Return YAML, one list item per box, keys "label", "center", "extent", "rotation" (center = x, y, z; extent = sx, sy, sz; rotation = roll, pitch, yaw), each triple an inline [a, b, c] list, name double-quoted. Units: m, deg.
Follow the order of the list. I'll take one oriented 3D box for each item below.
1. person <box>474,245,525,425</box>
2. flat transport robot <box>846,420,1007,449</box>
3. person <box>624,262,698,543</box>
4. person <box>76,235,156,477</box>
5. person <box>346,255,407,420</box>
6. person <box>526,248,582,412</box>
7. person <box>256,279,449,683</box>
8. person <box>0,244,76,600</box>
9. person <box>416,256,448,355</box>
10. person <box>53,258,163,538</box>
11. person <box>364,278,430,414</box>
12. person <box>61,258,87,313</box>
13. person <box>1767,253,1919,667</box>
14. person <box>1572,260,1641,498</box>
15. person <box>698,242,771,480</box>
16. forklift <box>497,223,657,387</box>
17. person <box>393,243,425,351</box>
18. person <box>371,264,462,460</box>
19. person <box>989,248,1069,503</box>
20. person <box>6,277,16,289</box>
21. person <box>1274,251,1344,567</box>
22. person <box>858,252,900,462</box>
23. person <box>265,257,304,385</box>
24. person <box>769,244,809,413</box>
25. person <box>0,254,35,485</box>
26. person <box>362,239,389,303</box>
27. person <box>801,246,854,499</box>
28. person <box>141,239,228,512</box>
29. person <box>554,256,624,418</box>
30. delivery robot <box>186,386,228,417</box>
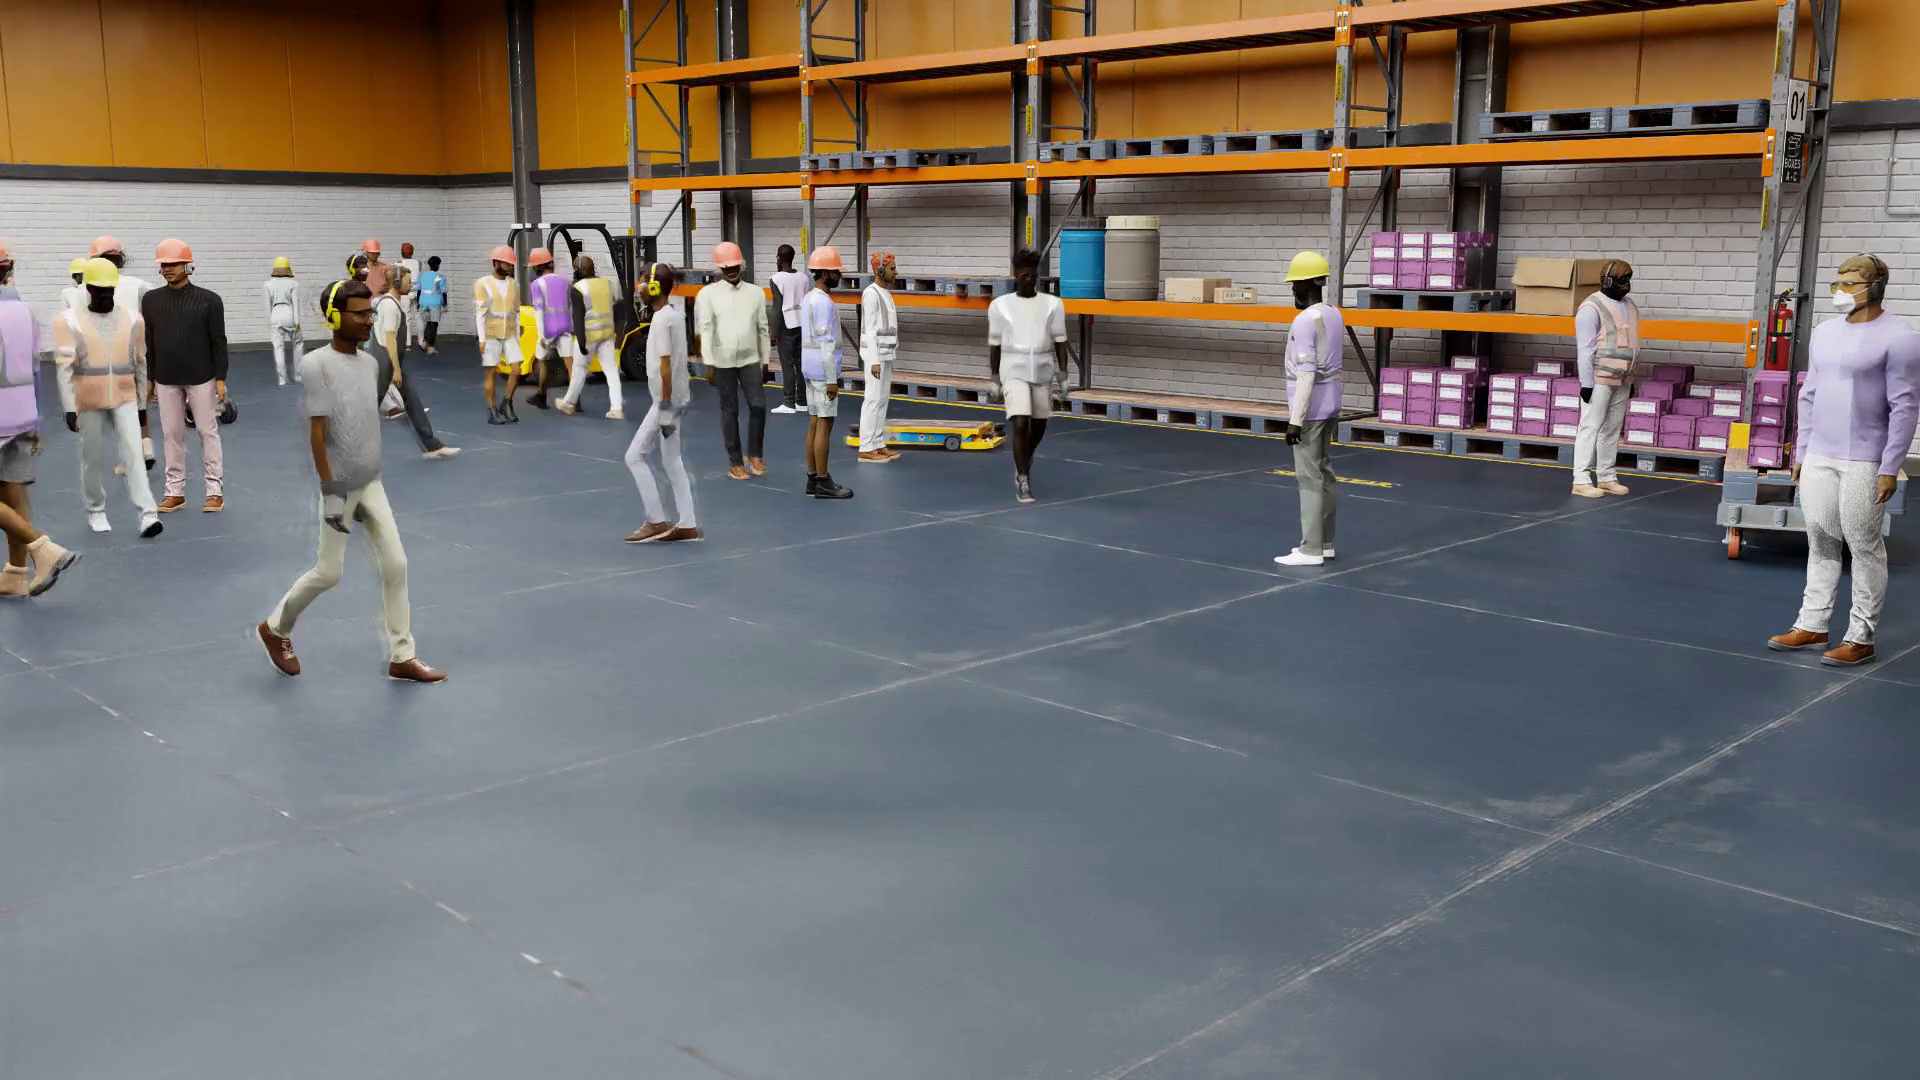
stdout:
- label: "person"
  center: [-4.929, -2.183, 17.800]
  extent: [0.579, 1.909, 0.455]
  rotation: [-9, 14, -40]
- label: "flat transport robot"
  center: [-0.311, -1.021, 15.943]
  extent: [1.431, 0.197, 0.652]
  rotation: [2, 11, 13]
- label: "person"
  center: [-2.016, -0.883, 10.896]
  extent: [0.626, 1.843, 0.550]
  rotation: [0, 10, 1]
- label: "person"
  center: [-7.062, -1.533, 13.958]
  extent: [0.458, 2.019, 0.644]
  rotation: [8, 13, 37]
- label: "person"
  center: [-6.484, -2.168, 18.000]
  extent: [0.955, 1.809, 0.560]
  rotation: [-2, 11, -9]
- label: "person"
  center: [-4.668, -2.416, 19.172]
  extent: [0.656, 1.872, 0.995]
  rotation: [-9, 14, -42]
- label: "person"
  center: [-2.808, -0.256, 7.506]
  extent: [0.876, 1.838, 0.517]
  rotation: [4, 11, 21]
- label: "person"
  center: [-5.213, -0.645, 9.085]
  extent: [0.554, 2.033, 0.624]
  rotation: [1, 10, 3]
- label: "person"
  center: [-8.960, -3.984, 28.271]
  extent: [0.559, 1.664, 0.420]
  rotation: [3, 11, 14]
- label: "person"
  center: [-5.705, -0.939, 11.128]
  extent: [0.609, 1.868, 1.009]
  rotation: [-9, 14, -42]
- label: "person"
  center: [-6.202, -2.060, 18.009]
  extent: [0.894, 1.575, 0.572]
  rotation: [1, 10, 3]
- label: "person"
  center: [-9.741, -2.252, 18.575]
  extent: [0.533, 1.767, 0.324]
  rotation: [-2, 11, -12]
- label: "person"
  center: [4.203, -0.376, 7.873]
  extent: [0.372, 1.940, 0.629]
  rotation: [-4, 11, -18]
- label: "person"
  center: [5.030, -1.244, 12.912]
  extent: [0.618, 1.836, 0.430]
  rotation: [-7, 13, -34]
- label: "person"
  center: [-1.850, -1.470, 13.754]
  extent: [0.623, 1.965, 0.438]
  rotation: [-5, 11, -23]
- label: "forklift"
  center: [-5.316, -3.263, 22.920]
  extent: [2.313, 2.155, 1.214]
  rotation: [-10, 14, -44]
- label: "person"
  center: [-9.667, -4.269, 29.253]
  extent: [0.584, 1.882, 0.348]
  rotation: [-8, 13, -38]
- label: "person"
  center: [-5.084, -1.554, 14.786]
  extent: [1.088, 1.776, 0.531]
  rotation: [-3, 11, -14]
- label: "person"
  center: [0.520, -1.298, 12.933]
  extent: [0.611, 1.937, 0.895]
  rotation: [-2, 11, -9]
- label: "person"
  center: [-11.688, -2.595, 20.101]
  extent: [0.630, 1.890, 0.665]
  rotation: [6, 12, 28]
- label: "person"
  center: [2.137, -0.798, 10.210]
  extent: [0.384, 1.922, 0.594]
  rotation: [6, 12, 31]
- label: "person"
  center: [-0.720, -1.632, 14.908]
  extent: [0.340, 1.876, 0.575]
  rotation: [3, 11, 14]
- label: "person"
  center: [-9.202, -2.990, 22.704]
  extent: [0.490, 1.723, 0.598]
  rotation: [0, 10, -2]
- label: "person"
  center: [-1.942, -2.404, 18.989]
  extent: [0.399, 1.920, 0.590]
  rotation: [7, 13, 34]
- label: "person"
  center: [-7.855, -1.398, 13.547]
  extent: [0.842, 1.910, 0.563]
  rotation: [6, 12, 30]
- label: "person"
  center: [-8.573, -3.411, 24.350]
  extent: [0.623, 1.956, 0.830]
  rotation: [-7, 12, -33]
- label: "person"
  center: [-1.036, -1.286, 12.837]
  extent: [0.359, 1.938, 0.547]
  rotation: [-3, 11, -18]
- label: "person"
  center: [-5.668, -1.191, 12.161]
  extent: [0.609, 1.995, 0.378]
  rotation: [0, 10, -2]
- label: "person"
  center: [-4.127, -2.254, 18.515]
  extent: [0.987, 1.780, 0.642]
  rotation: [9, 13, 39]
- label: "delivery robot"
  center: [-8.190, -1.548, 17.784]
  extent: [0.707, 0.478, 0.477]
  rotation: [5, 12, 27]
